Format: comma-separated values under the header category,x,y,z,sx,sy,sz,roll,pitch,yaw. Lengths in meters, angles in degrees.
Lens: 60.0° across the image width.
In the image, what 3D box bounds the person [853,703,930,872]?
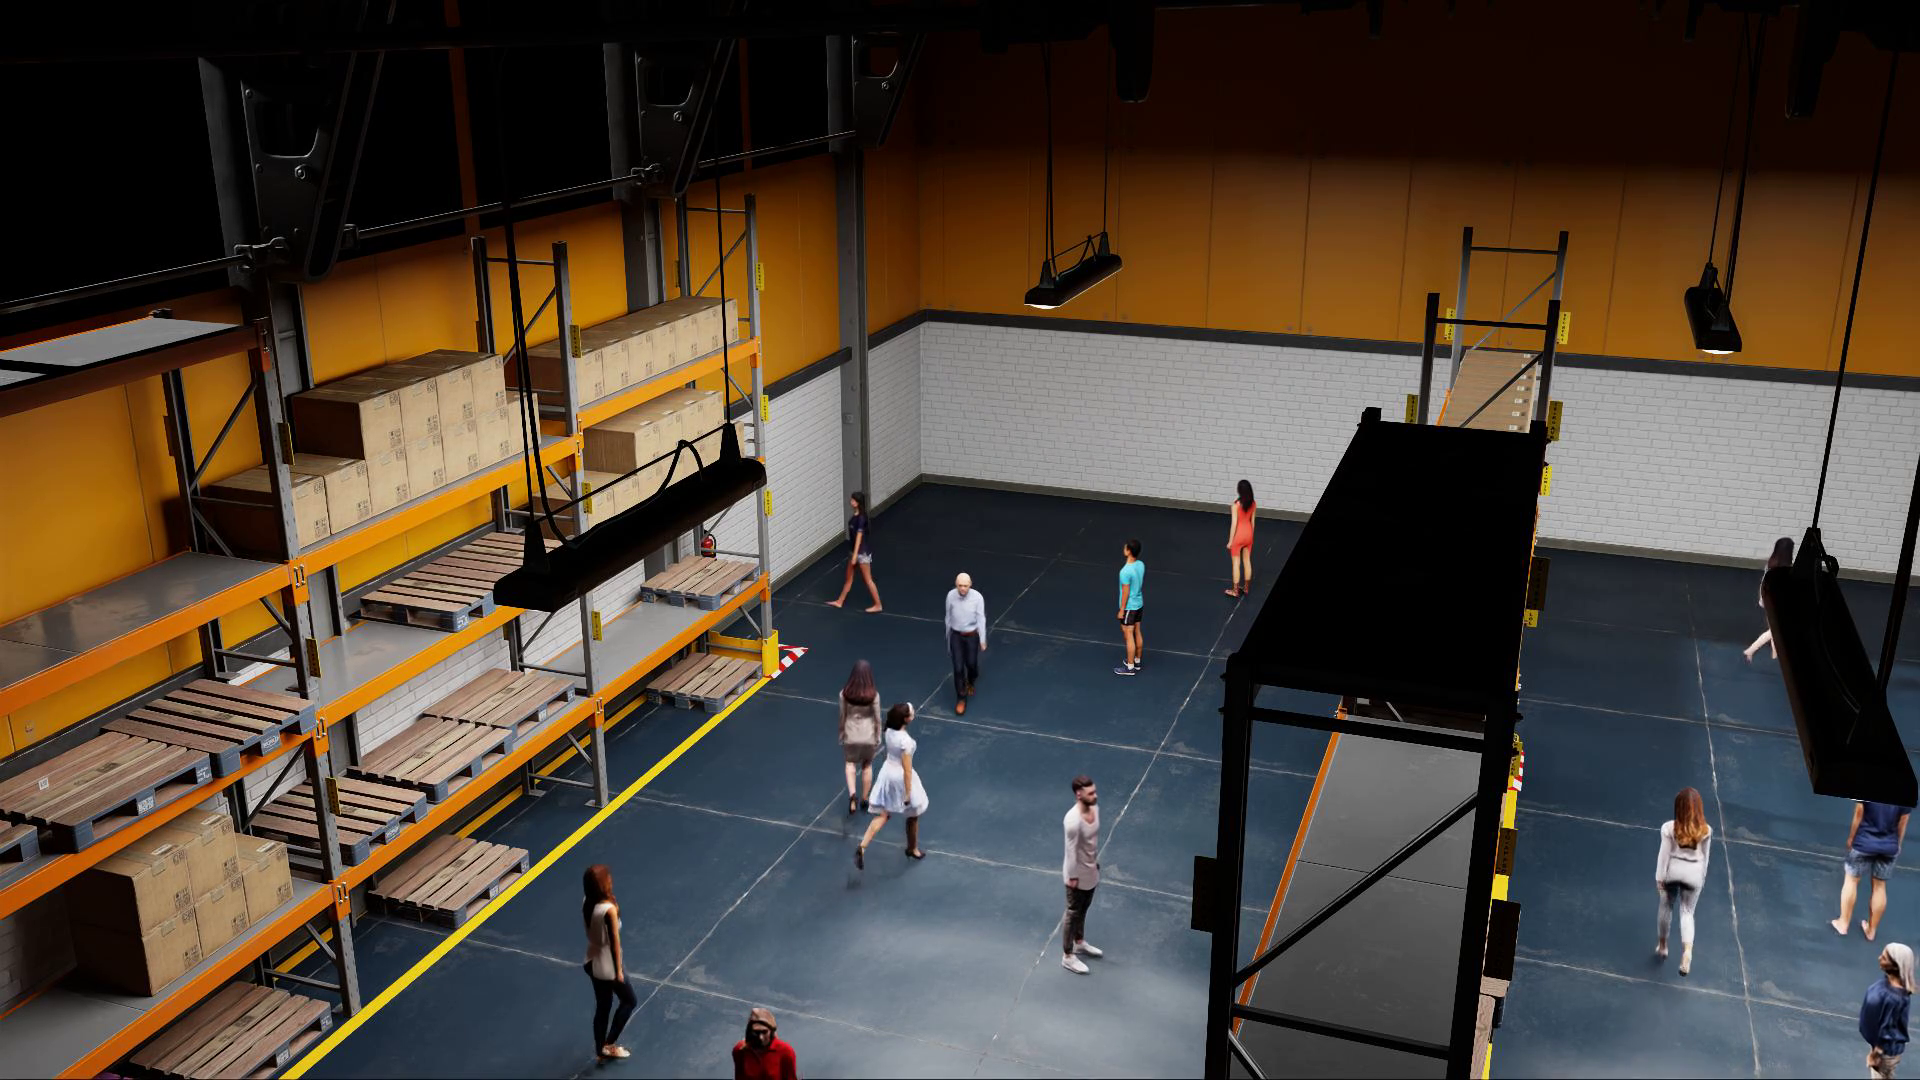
category,x,y,z,sx,sy,sz,roll,pitch,yaw
person,-0.676,2.443,16.168,1.235,1.779,1.031,-15,24,-38

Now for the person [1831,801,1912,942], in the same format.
category,x,y,z,sx,sy,sz,roll,pitch,yaw
person,8.316,2.774,15.104,0.650,1.830,0.632,4,19,12

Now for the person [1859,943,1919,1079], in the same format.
category,x,y,z,sx,sy,sz,roll,pitch,yaw
person,6.895,3.764,12.377,0.690,1.695,0.531,9,21,25

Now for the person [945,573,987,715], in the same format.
category,x,y,z,sx,sy,sz,roll,pitch,yaw
person,0.045,1.175,19.964,0.766,1.758,0.964,2,19,7

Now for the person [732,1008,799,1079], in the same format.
category,x,y,z,sx,sy,sz,roll,pitch,yaw
person,-1.346,3.985,11.769,0.891,1.663,1.214,0,19,-1

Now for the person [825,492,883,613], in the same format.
category,x,y,z,sx,sy,sz,roll,pitch,yaw
person,-1.288,0.197,22.916,0.955,1.729,1.049,-2,19,-6

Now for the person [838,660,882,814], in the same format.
category,x,y,z,sx,sy,sz,roll,pitch,yaw
person,-1.054,2.096,17.269,0.728,1.733,0.847,1,19,4

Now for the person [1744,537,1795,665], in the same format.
category,x,y,z,sx,sy,sz,roll,pitch,yaw
person,10.355,0.805,21.187,1.083,1.681,1.066,-7,20,-20

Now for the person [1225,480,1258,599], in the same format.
category,x,y,z,sx,sy,sz,roll,pitch,yaw
person,3.998,-0.027,23.591,0.656,1.723,0.729,-10,21,-27

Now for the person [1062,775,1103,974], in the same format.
category,x,y,z,sx,sy,sz,roll,pitch,yaw
person,1.069,2.904,14.704,0.756,1.840,0.555,10,21,28

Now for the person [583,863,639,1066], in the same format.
category,x,y,z,sx,sy,sz,roll,pitch,yaw
person,-2.896,3.430,13.247,0.696,1.772,0.696,17,25,40

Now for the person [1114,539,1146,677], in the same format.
category,x,y,z,sx,sy,sz,roll,pitch,yaw
person,2.168,0.836,20.945,0.723,1.776,0.550,12,22,32

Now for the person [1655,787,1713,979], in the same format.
category,x,y,z,sx,sy,sz,roll,pitch,yaw
person,6.315,3.018,14.504,0.673,1.751,0.984,3,19,10
